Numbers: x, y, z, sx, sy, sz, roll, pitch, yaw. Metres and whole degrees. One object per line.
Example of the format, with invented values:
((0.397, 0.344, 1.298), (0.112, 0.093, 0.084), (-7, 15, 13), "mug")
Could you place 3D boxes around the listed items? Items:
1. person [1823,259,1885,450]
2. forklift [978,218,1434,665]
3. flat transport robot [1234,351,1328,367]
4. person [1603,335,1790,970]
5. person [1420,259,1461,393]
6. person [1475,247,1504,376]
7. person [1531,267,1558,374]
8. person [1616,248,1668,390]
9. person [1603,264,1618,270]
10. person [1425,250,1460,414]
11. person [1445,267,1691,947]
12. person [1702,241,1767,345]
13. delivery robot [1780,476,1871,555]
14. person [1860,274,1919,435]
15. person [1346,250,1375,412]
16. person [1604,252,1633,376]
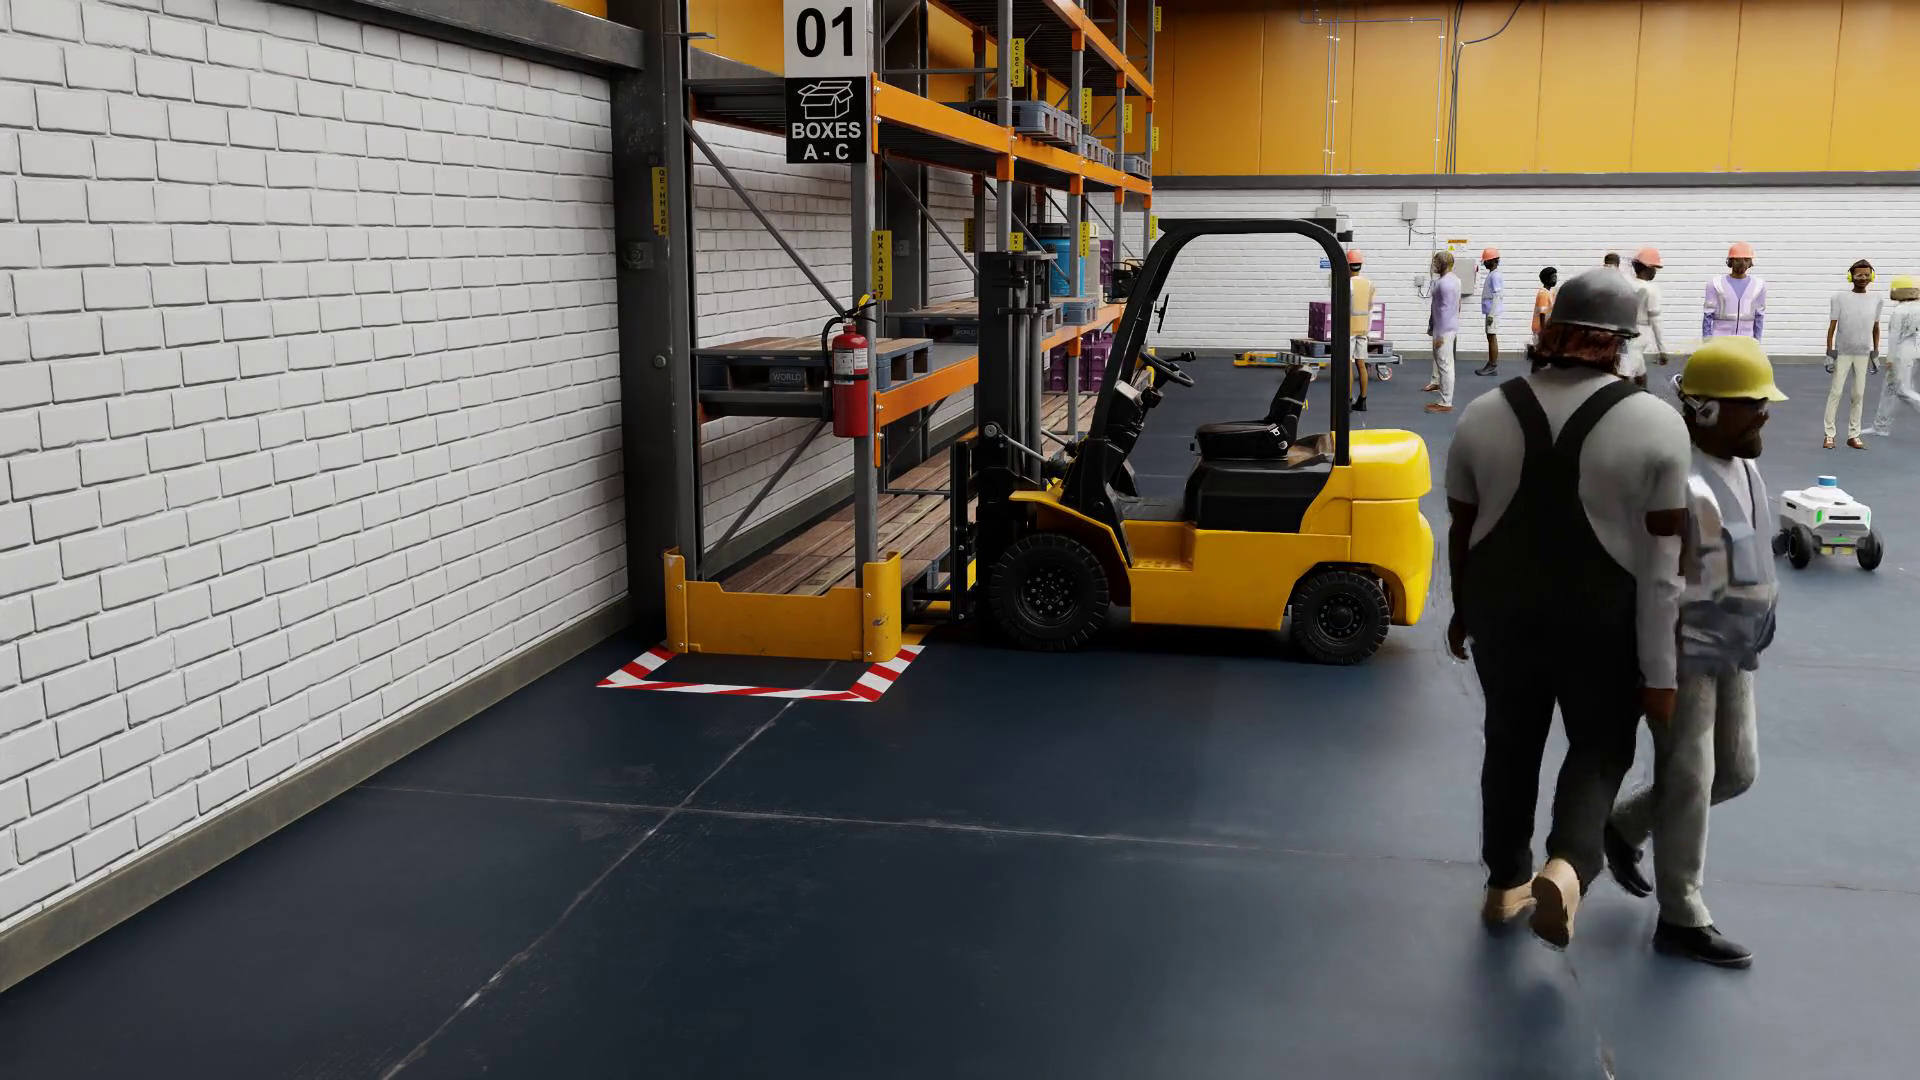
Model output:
((8.810, -1.824, 16.412), (0.510, 1.872, 0.328), (2, 10, 9), "person")
((1.285, -0.567, 8.635), (2.313, 2.155, 1.214), (2, 11, 11), "forklift")
((5.184, -2.927, 26.844), (1.431, 0.197, 0.652), (3, 11, 18), "flat transport robot")
((2.117, 0.309, 4.862), (0.607, 1.817, 0.530), (-9, 13, -39), "person")
((6.496, -2.914, 22.389), (0.328, 1.872, 0.514), (-6, 12, -29), "person")
((7.994, -3.438, 25.097), (0.371, 1.931, 0.543), (3, 11, 14), "person")
((7.756, -2.772, 22.084), (0.317, 1.695, 0.540), (5, 11, 24), "person")
((7.100, -2.058, 17.405), (1.127, 1.973, 0.608), (-2, 11, -11), "person")
((7.025, -2.113, 18.202), (0.397, 1.804, 0.706), (-1, 10, -4), "person")
((5.748, -2.469, 19.764), (0.356, 1.936, 0.635), (4, 11, 19), "person")
((1.755, 0.193, 4.889), (0.706, 2.000, 0.695), (8, 13, 36), "person")
((8.066, -2.085, 17.358), (0.608, 2.048, 0.365), (2, 10, 9), "person")
((5.559, -0.169, 10.692), (0.477, 0.478, 0.707), (2, 10, 9), "delivery robot")
((9.861, -1.902, 17.276), (0.496, 1.714, 0.805), (-10, 14, -42), "person")
((4.682, -2.493, 19.911), (0.552, 1.930, 0.371), (-6, 12, -30), "person")
((8.347, -2.738, 21.361), (0.587, 1.900, 0.845), (4, 11, 22), "person")
